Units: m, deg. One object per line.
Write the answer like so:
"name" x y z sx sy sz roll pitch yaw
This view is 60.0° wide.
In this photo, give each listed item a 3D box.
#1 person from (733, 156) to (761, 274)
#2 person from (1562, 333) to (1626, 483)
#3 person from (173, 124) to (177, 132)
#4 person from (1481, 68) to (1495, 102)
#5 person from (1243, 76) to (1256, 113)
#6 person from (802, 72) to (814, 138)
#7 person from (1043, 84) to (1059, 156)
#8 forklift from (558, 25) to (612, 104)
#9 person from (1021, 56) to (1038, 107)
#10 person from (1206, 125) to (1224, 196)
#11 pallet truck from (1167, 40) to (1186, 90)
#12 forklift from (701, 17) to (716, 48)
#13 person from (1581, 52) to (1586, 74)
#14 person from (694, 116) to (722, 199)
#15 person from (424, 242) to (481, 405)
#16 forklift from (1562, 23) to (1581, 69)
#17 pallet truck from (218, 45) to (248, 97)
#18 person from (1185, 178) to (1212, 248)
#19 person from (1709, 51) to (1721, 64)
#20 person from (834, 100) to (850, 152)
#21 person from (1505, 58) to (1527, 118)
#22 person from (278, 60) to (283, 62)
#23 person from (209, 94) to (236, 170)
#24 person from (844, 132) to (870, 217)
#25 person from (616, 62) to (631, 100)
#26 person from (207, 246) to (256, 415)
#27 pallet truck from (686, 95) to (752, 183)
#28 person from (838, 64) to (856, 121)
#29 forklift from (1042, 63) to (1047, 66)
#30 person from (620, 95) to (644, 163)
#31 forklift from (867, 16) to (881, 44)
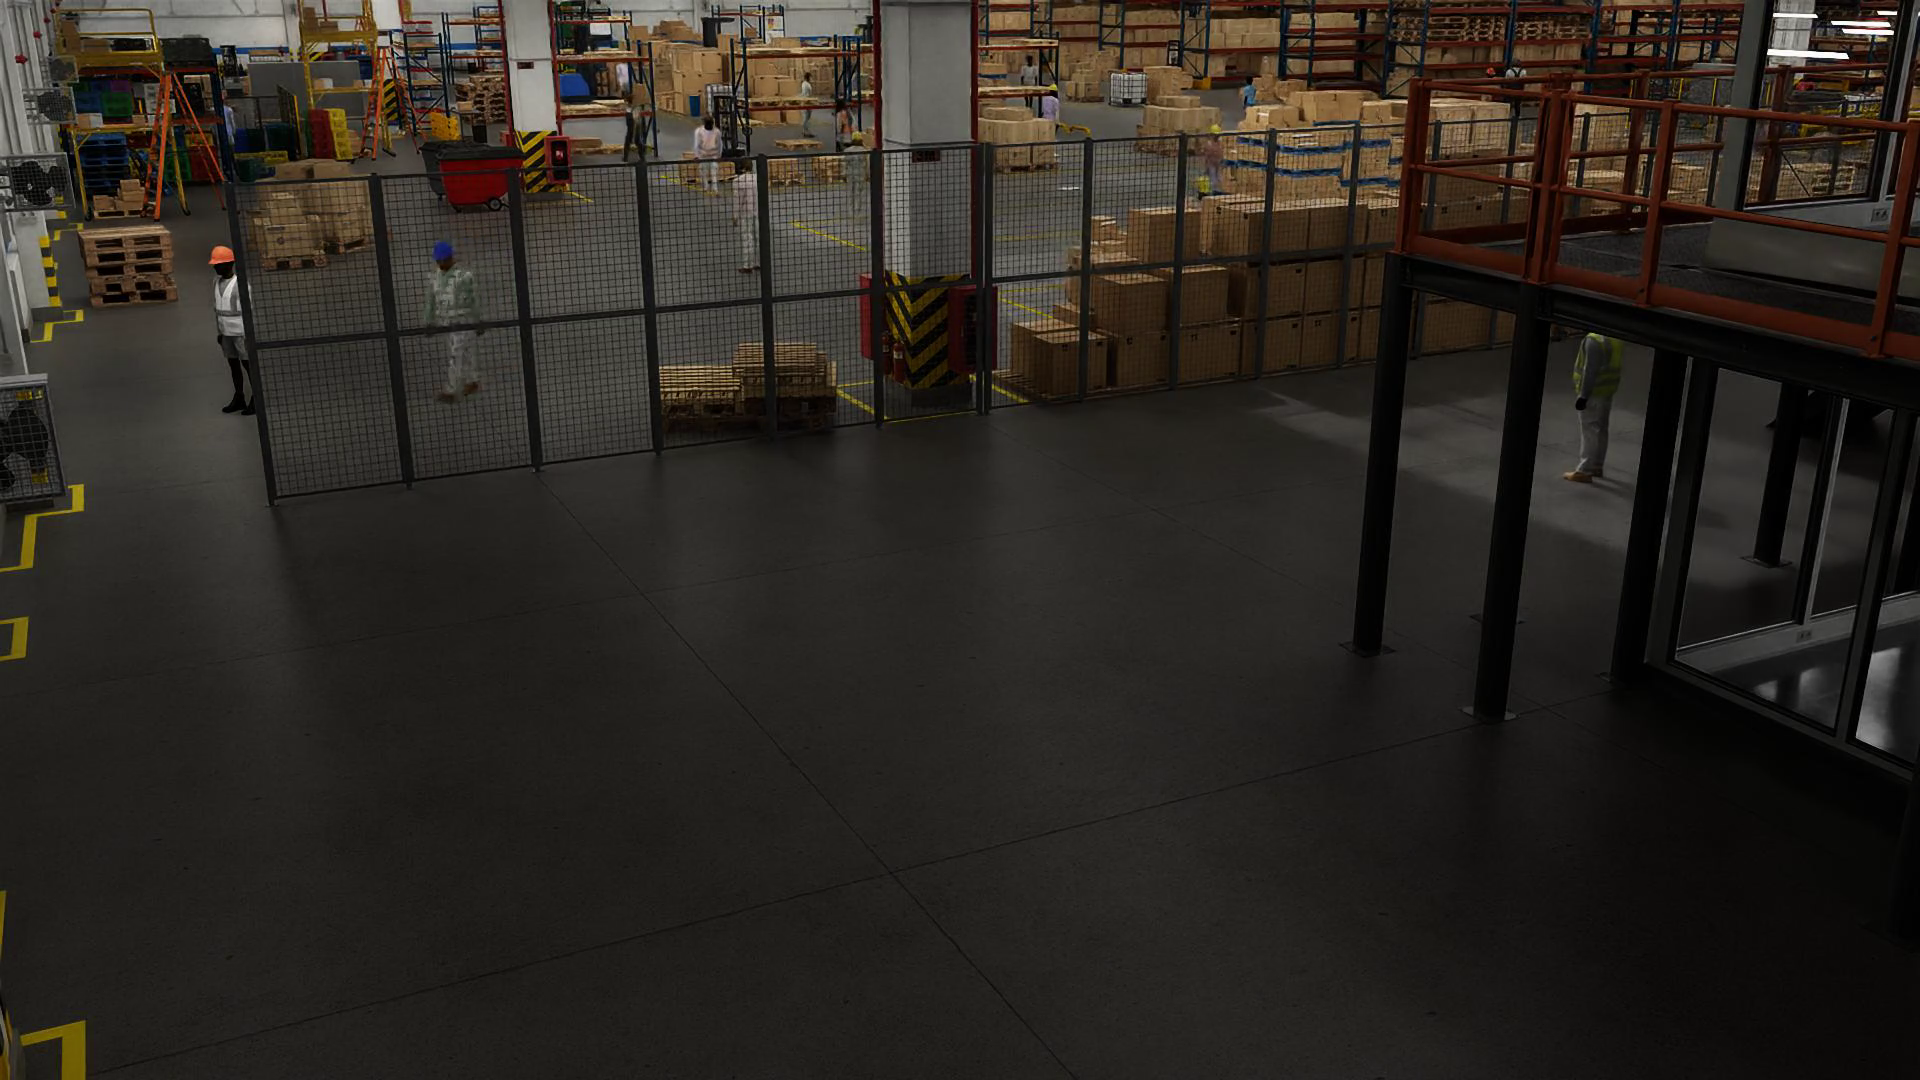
"person" -3.530 -5.433 27.841 0.627 1.940 0.375 -18 26 -41
"person" 6.309 -1.483 16.545 0.624 1.841 0.430 -18 26 -41
"person" -24.534 -13.463 51.585 0.515 1.634 0.313 13 23 33
"person" 16.475 -13.760 51.977 0.350 1.941 0.545 12 23 32
"person" 9.023 -13.606 51.896 0.533 1.698 0.322 -18 26 -42
"person" -4.596 -13.116 50.115 0.355 1.936 0.635 -1 19 -3
"person" 2.490 -11.381 45.125 0.397 1.919 0.582 -16 25 -39
"forklift" -14.229 -17.863 62.452 1.873 2.768 1.129 -9 21 -25
"person" 2.479 -16.298 59.326 0.620 1.946 0.772 3 19 7
"person" 5.395 -7.955 35.431 0.538 1.748 0.444 -16 25 -38
"pallet truck" 9.045 -19.971 69.895 0.823 1.965 1.885 -3 19 -8
"forklift" -10.921 -21.323 72.480 1.873 2.768 1.129 -9 21 -25
"person" 24.698 -18.518 66.137 0.534 1.697 0.318 13 23 32
"person" -5.575 -8.485 36.915 0.633 1.786 0.979 -5 20 -14
"person" -6.016 -2.570 19.614 0.638 1.887 1.011 7 20 19
"forklift" 24.023 -19.106 66.054 1.873 2.768 1.129 -9 21 -25
"pallet truck" -28.879 -18.665 66.111 0.823 1.965 1.885 -3 19 -9
"person" 3.733 -4.636 25.616 0.628 1.878 0.716 -11 22 -28
"person" 31.102 -19.320 68.584 0.540 1.605 0.563 -1 19 -3
"person" -3.068 -10.584 43.172 0.728 1.654 0.550 -8 21 -22
"person" 18.586 -15.134 55.809 0.678 2.000 0.537 1 19 3
"person" -22.855 -15.227 56.230 0.635 1.938 0.359 -8 21 -23
"person" -18.578 -10.303 41.968 0.546 1.934 0.376 -9 21 -24
"person" -2.104 -7.528 34.265 0.511 1.692 0.891 2 19 4
"person" -12.215 -16.664 60.419 0.577 1.922 0.456 -10 22 -27
"person" -8.313 -2.392 19.029 0.545 1.938 0.361 9 21 24
"pallet truck" -5.836 -9.608 39.856 0.823 1.965 1.885 10 22 27
"person" -3.750 -14.855 55.200 0.627 1.904 0.454 8 20 21
"forklift" 4.769 -25.724 85.239 1.873 2.768 1.129 -9 21 -25
"person" -8.468 -10.451 42.588 0.527 1.805 0.918 14 23 34
"forklift" -3.723 -22.350 75.459 1.129 2.768 1.873 -9 21 -25
